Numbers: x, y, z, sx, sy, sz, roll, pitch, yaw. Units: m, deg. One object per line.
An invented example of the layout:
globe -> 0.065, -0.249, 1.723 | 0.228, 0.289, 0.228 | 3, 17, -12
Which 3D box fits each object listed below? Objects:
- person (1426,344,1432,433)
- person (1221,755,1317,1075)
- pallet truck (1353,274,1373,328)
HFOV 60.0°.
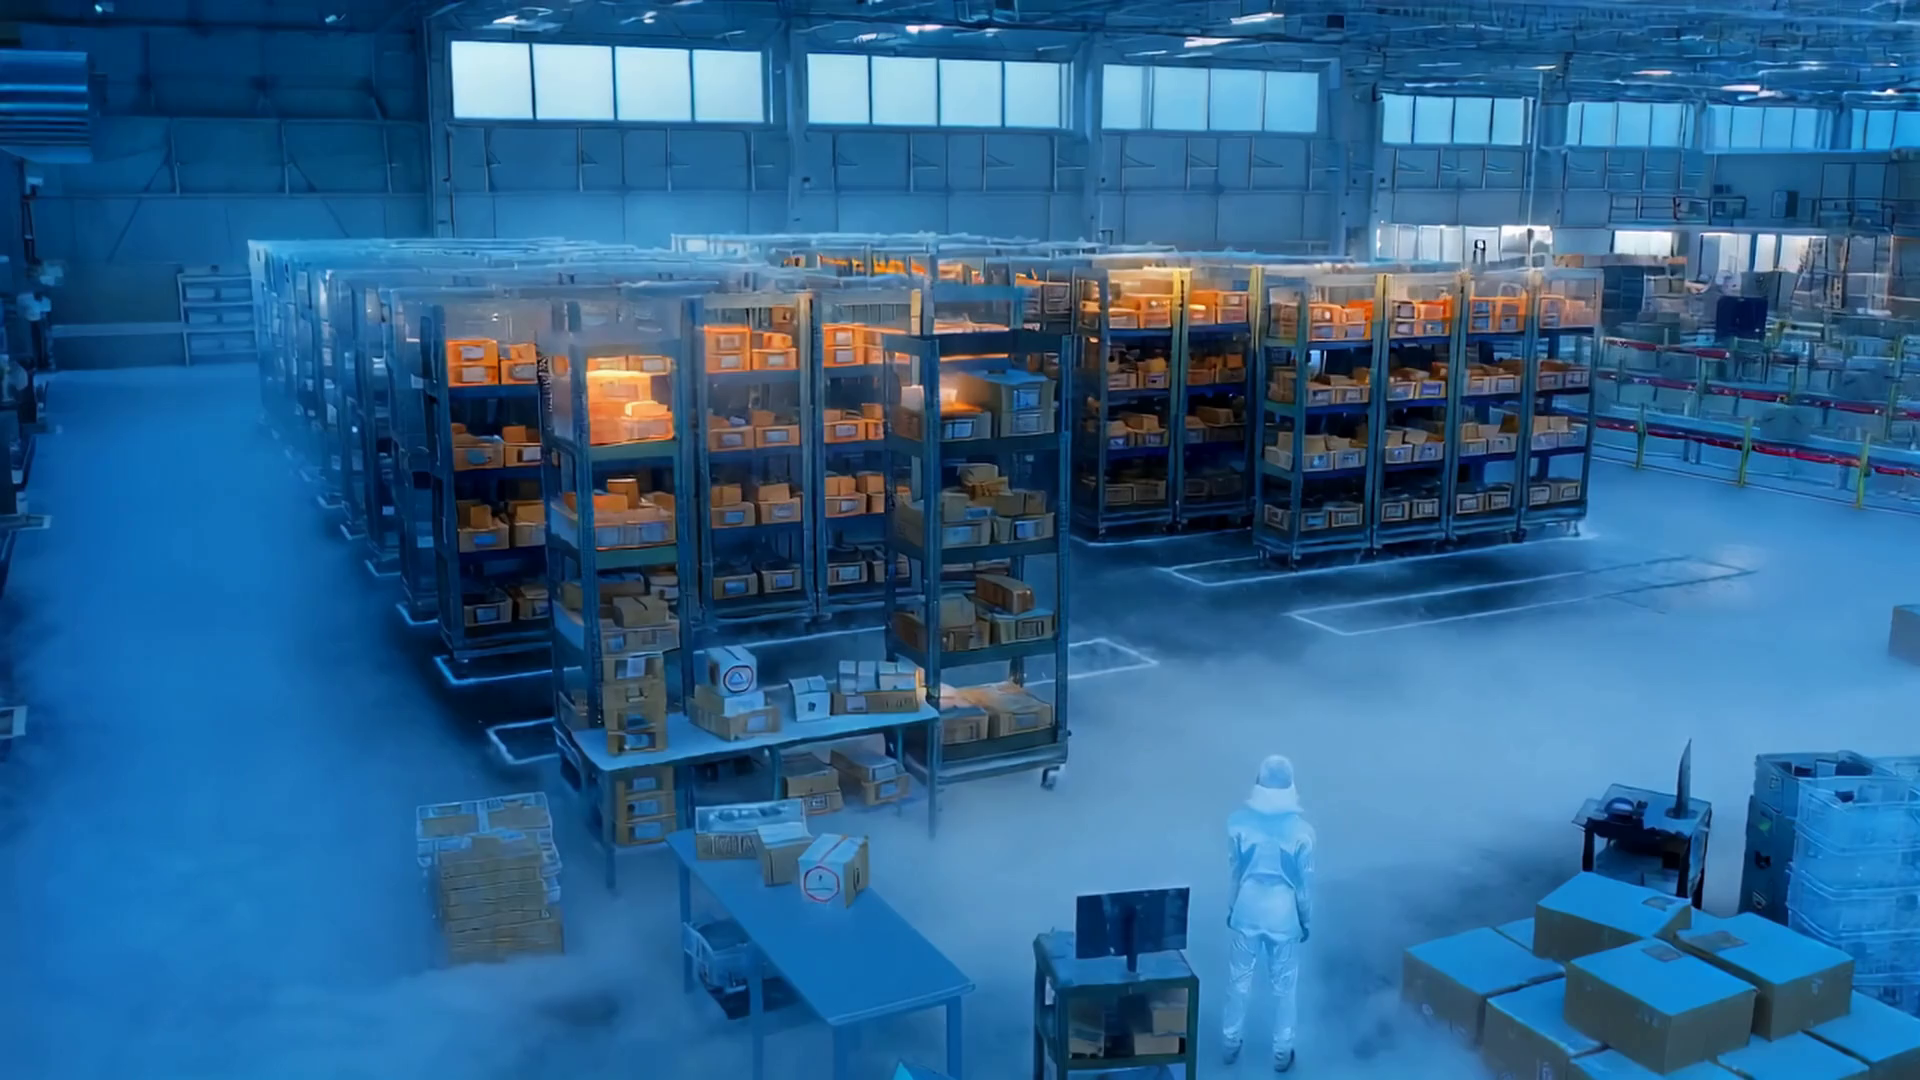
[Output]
person -> 8.355, -2.572, 29.843 | 0.643, 1.905, 0.400 | -1, 12, -5
person -> 1.647, 1.992, 8.901 | 0.485, 1.735, 0.343 | 4, 13, 18
pallet truck -> 13.011, -8.050, 55.243 | 0.823, 1.965, 1.885 | -7, 14, -28
